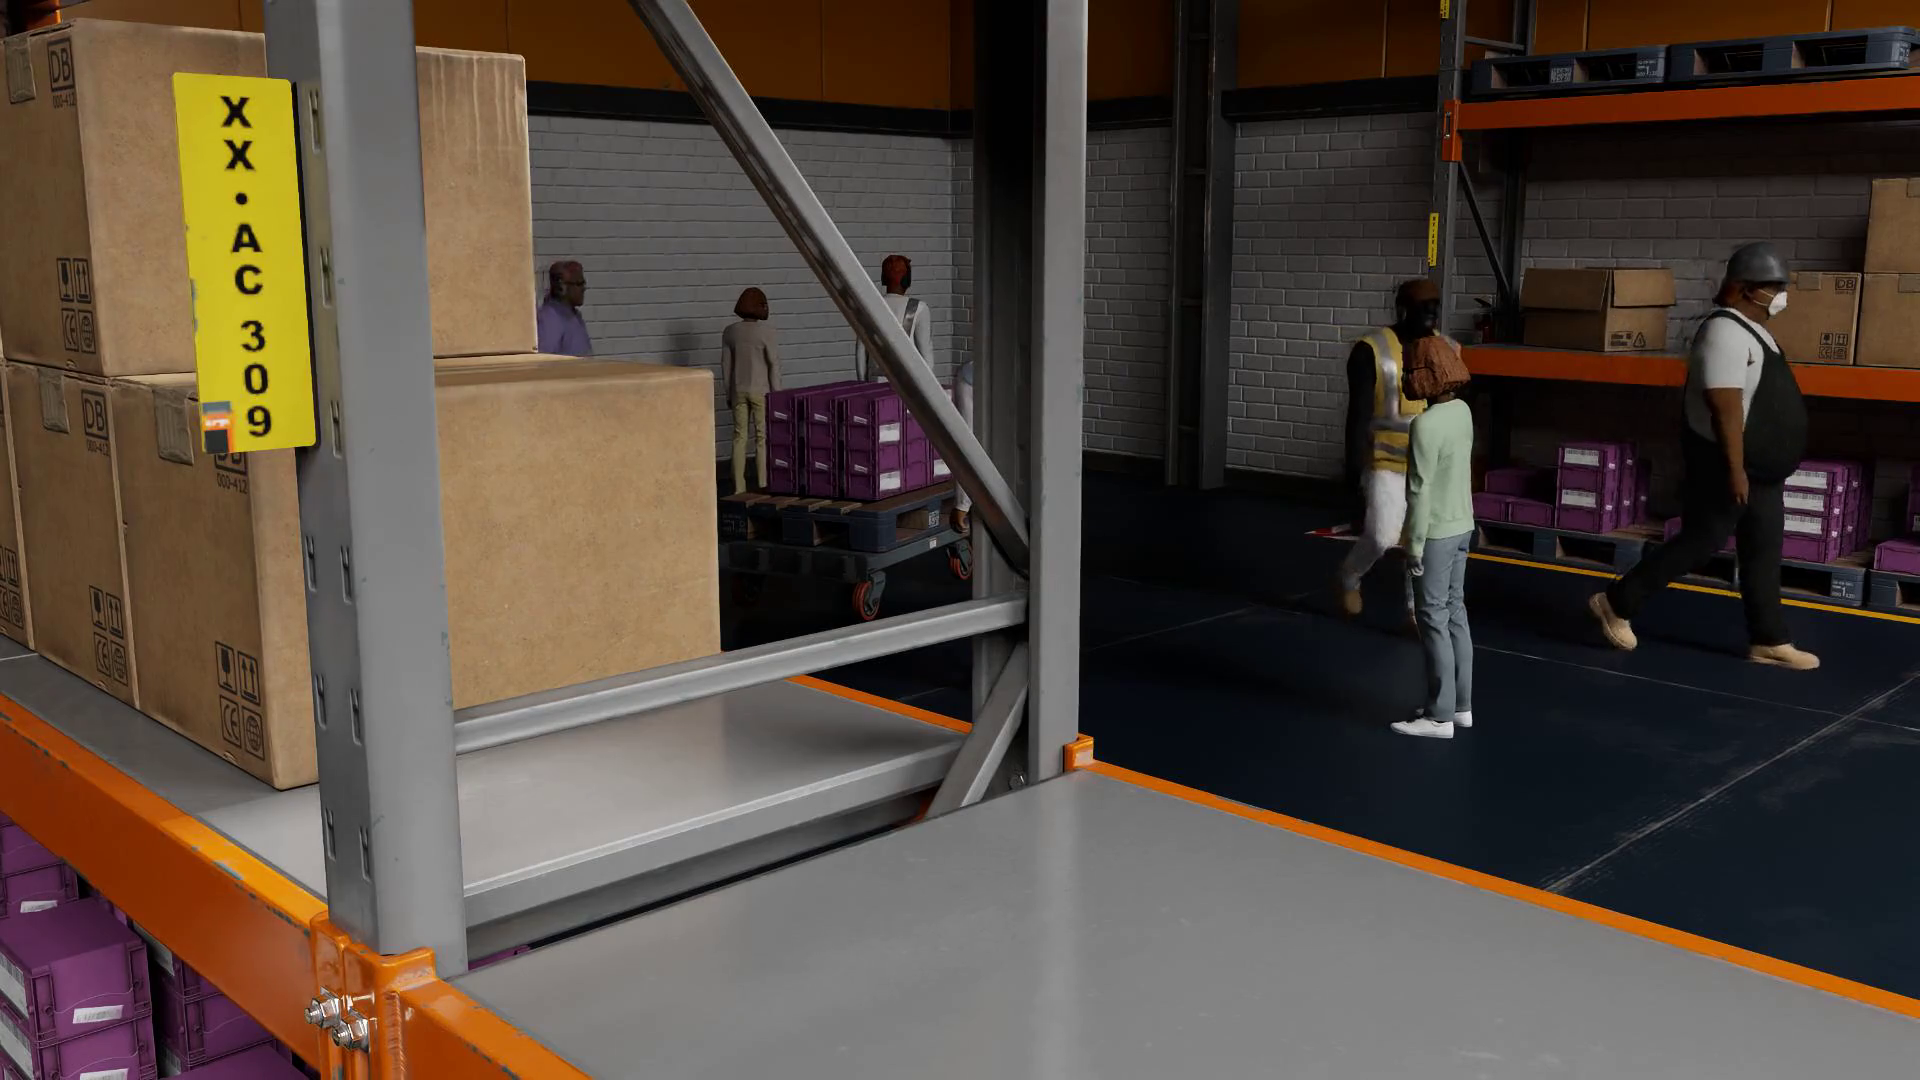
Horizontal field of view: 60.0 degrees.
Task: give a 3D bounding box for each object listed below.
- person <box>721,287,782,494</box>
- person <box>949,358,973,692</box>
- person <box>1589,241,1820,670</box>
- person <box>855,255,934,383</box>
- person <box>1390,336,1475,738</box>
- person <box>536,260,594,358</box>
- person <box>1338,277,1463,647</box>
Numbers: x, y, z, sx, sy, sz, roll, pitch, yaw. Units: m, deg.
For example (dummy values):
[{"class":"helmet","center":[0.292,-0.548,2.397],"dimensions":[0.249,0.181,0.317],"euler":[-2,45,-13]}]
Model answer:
[{"class":"person","center":[-1.566,-1.091,12.604],"dimensions":[0.503,1.631,0.283],"euler":[5,12,26]},{"class":"person","center":[0.218,-0.219,7.307],"dimensions":[0.601,1.830,0.403],"euler":[-5,12,-26]},{"class":"person","center":[3.570,-0.423,7.850],"dimensions":[0.942,2.000,0.680],"euler":[8,13,39]},{"class":"person","center":[-0.459,-1.080,11.860],"dimensions":[0.585,1.882,0.337],"euler":[4,11,21]},{"class":"person","center":[1.923,-0.007,6.739],"dimensions":[0.311,1.624,0.496],"euler":[8,13,37]},{"class":"person","center":[-2.654,-0.886,10.852],"dimensions":[0.889,1.872,0.640],"euler":[-1,10,-5]},{"class":"person","center":[2.200,-0.404,8.334],"dimensions":[0.631,1.823,0.667],"euler":[-3,11,-15]}]
